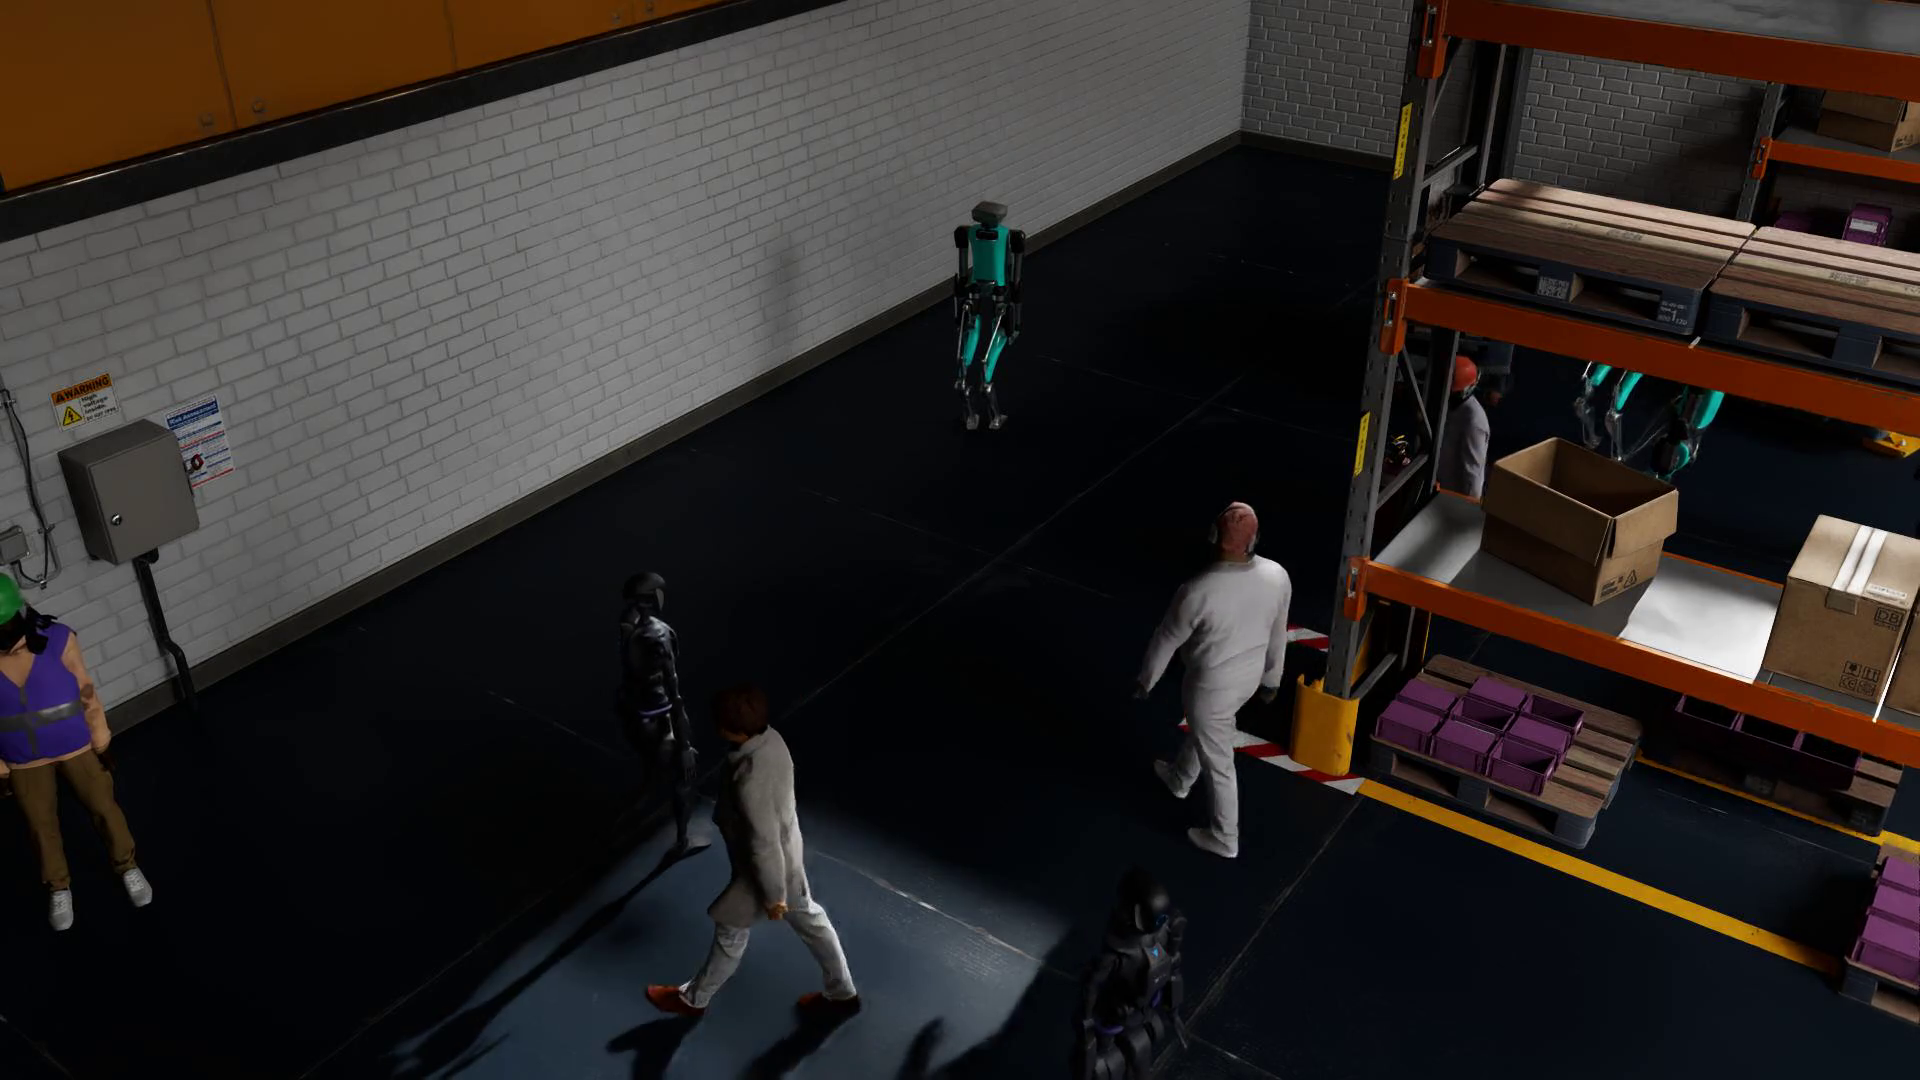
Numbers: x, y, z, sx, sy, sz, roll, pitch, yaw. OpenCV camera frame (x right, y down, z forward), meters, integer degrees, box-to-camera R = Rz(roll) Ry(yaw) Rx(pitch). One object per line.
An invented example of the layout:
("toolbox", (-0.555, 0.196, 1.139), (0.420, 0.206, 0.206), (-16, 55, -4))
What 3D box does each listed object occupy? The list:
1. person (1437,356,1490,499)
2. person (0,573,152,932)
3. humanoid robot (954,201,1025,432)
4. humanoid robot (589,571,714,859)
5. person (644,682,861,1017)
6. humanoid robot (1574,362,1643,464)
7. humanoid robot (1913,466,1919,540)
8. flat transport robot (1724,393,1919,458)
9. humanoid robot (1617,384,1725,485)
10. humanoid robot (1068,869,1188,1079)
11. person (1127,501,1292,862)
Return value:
("person", (2.976, -0.375, 10.245), (0.764, 1.696, 0.651), (2, 30, 3))
("person", (-4.238, 0.960, 7.726), (0.533, 1.923, 0.442), (-14, 33, -23))
("humanoid robot", (0.154, -1.573, 12.209), (0.533, 1.707, 0.702), (9, 31, 14))
("humanoid robot", (-1.547, 0.902, 8.073), (0.597, 1.636, 0.616), (-20, 36, -31))
("person", (-0.897, 1.365, 7.165), (0.998, 1.780, 0.529), (2, 30, 3))
("humanoid robot", (4.710, -1.351, 11.873), (0.670, 1.761, 0.535), (-26, 39, -38))
("humanoid robot", (6.219, -0.411, 10.342), (0.386, 1.642, 0.610), (0, 30, 0))
("flat transport robot", (6.733, -1.036, 12.837), (0.659, 0.231, 1.431), (-22, 37, -33))
("humanoid robot", (4.380, -0.585, 10.668), (0.870, 1.849, 0.536), (25, 38, 36))
("humanoid robot", (0.625, 1.892, 6.350), (0.598, 1.652, 0.319), (-25, 38, -36))
("person", (1.200, 0.660, 8.294), (0.673, 1.855, 0.909), (-21, 36, -32))
